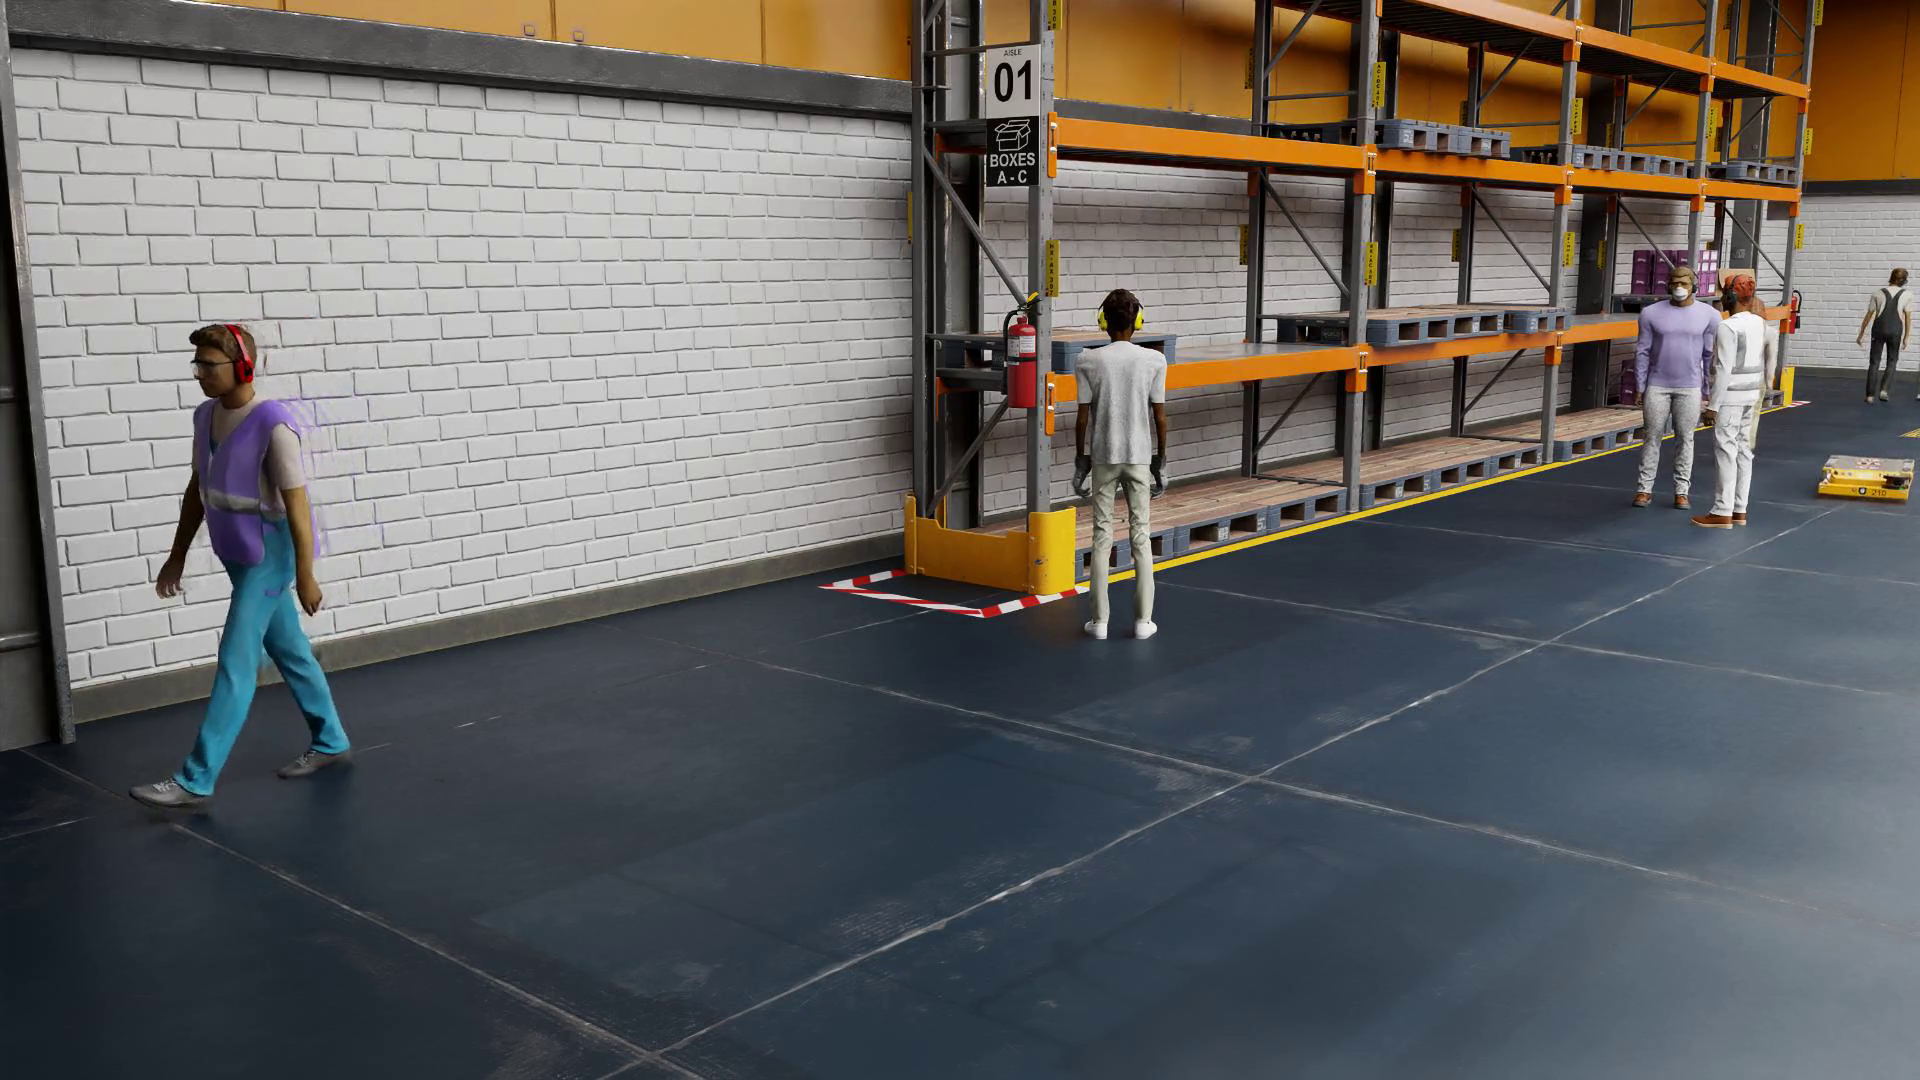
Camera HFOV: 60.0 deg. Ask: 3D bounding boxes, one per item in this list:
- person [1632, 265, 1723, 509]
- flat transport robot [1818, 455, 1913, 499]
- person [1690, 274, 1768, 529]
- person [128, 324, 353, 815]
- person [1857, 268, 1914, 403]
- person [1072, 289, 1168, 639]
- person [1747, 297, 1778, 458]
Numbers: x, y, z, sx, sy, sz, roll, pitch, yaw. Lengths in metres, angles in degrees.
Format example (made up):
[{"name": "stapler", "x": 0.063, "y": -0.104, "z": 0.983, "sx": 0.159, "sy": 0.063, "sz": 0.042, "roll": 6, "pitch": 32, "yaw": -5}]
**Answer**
[{"name": "person", "x": 5.702, "y": -1.211, "z": 13.268, "sx": 0.628, "sy": 1.940, "sz": 0.378, "roll": 5, "pitch": 11, "yaw": 25}, {"name": "flat transport robot", "x": 7.788, "y": -0.553, "z": 14.263, "sx": 0.652, "sy": 0.197, "sz": 1.431, "roll": 6, "pitch": 12, "yaw": 31}, {"name": "person", "x": 5.727, "y": -1.023, "z": 12.359, "sx": 0.573, "sy": 1.883, "sz": 0.356, "roll": -8, "pitch": 13, "yaw": -39}, {"name": "person", "x": -2.723, "y": 0.100, "z": 6.225, "sx": 0.593, "sy": 1.792, "sz": 0.969, "roll": 9, "pitch": 13, "yaw": 41}, {"name": "person", "x": 12.426, "y": -2.743, "z": 22.376, "sx": 0.633, "sy": 1.812, "sz": 0.537, "roll": 5, "pitch": 11, "yaw": 28}, {"name": "person", "x": 0.853, "y": -0.394, "z": 8.833, "sx": 0.507, "sy": 1.865, "sz": 0.329, "roll": 0, "pitch": 10, "yaw": 3}, {"name": "person", "x": 7.642, "y": -1.556, "z": 16.179, "sx": 0.508, "sy": 1.612, "sz": 0.709, "roll": 7, "pitch": 12, "yaw": 33}]
